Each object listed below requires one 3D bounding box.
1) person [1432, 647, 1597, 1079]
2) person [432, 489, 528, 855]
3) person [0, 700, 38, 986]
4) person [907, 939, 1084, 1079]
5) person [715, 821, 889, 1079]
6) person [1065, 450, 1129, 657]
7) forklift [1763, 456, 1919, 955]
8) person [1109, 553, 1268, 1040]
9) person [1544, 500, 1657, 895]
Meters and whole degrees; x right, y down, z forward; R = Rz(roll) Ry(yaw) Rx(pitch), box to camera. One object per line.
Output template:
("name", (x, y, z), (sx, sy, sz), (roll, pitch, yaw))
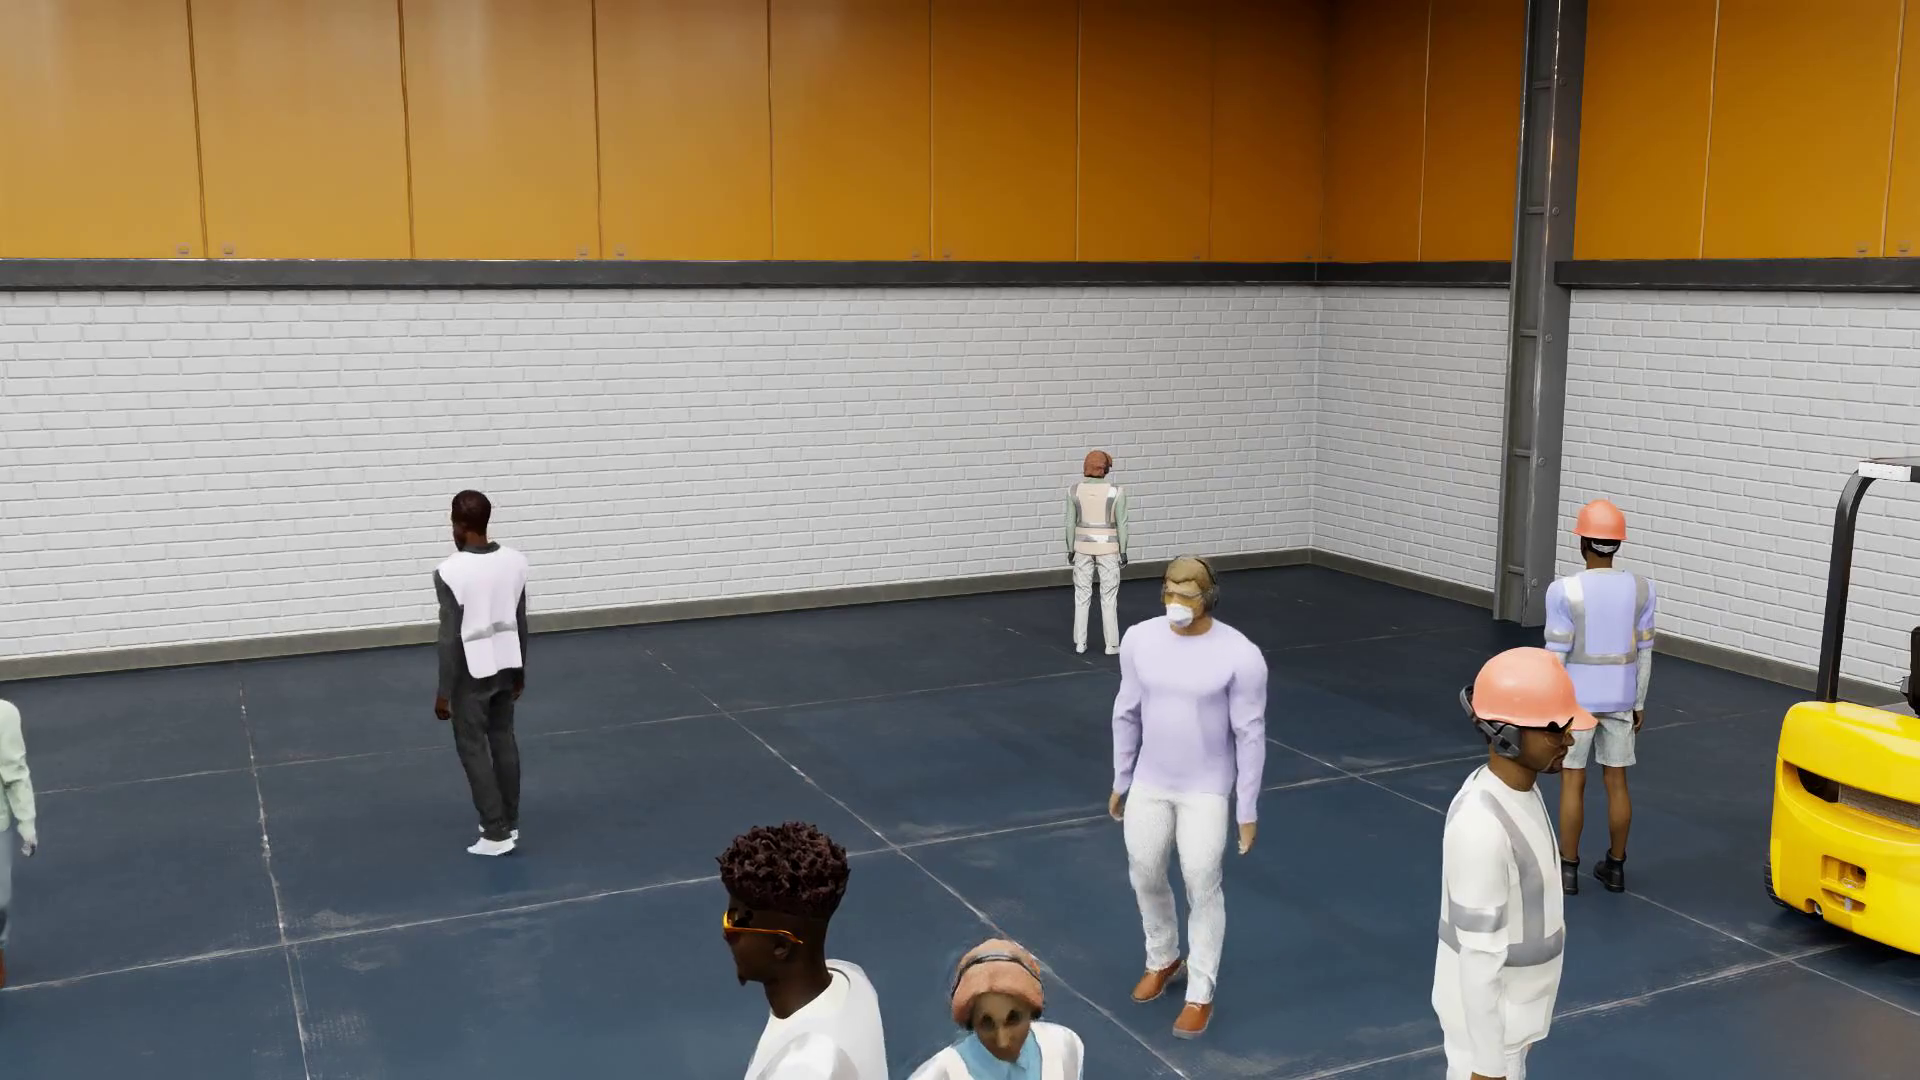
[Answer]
("person", (1.490, 1.292, 4.545), (0.375, 2.044, 0.605), (4, 10, 24))
("person", (-2.495, 0.691, 8.703), (0.400, 1.925, 0.601), (5, 11, 30))
("person", (-4.017, 1.162, 6.705), (0.507, 1.602, 0.770), (-6, 11, -31))
("person", (0.101, 1.652, 3.708), (0.521, 1.591, 0.855), (-6, 11, -33))
("person", (-0.306, 1.520, 3.366), (0.365, 1.964, 0.610), (0, 9, 3))
("person", (1.081, 0.106, 13.152), (0.514, 1.640, 0.310), (3, 10, 21))
("forklift", (4.857, 0.731, 7.561), (2.313, 2.155, 1.214), (-4, 10, -25))
("person", (0.903, 1.001, 6.697), (0.645, 1.937, 0.423), (6, 11, 32))
("person", (3.079, 0.769, 8.113), (0.542, 1.939, 0.361), (-1, 9, -4))
